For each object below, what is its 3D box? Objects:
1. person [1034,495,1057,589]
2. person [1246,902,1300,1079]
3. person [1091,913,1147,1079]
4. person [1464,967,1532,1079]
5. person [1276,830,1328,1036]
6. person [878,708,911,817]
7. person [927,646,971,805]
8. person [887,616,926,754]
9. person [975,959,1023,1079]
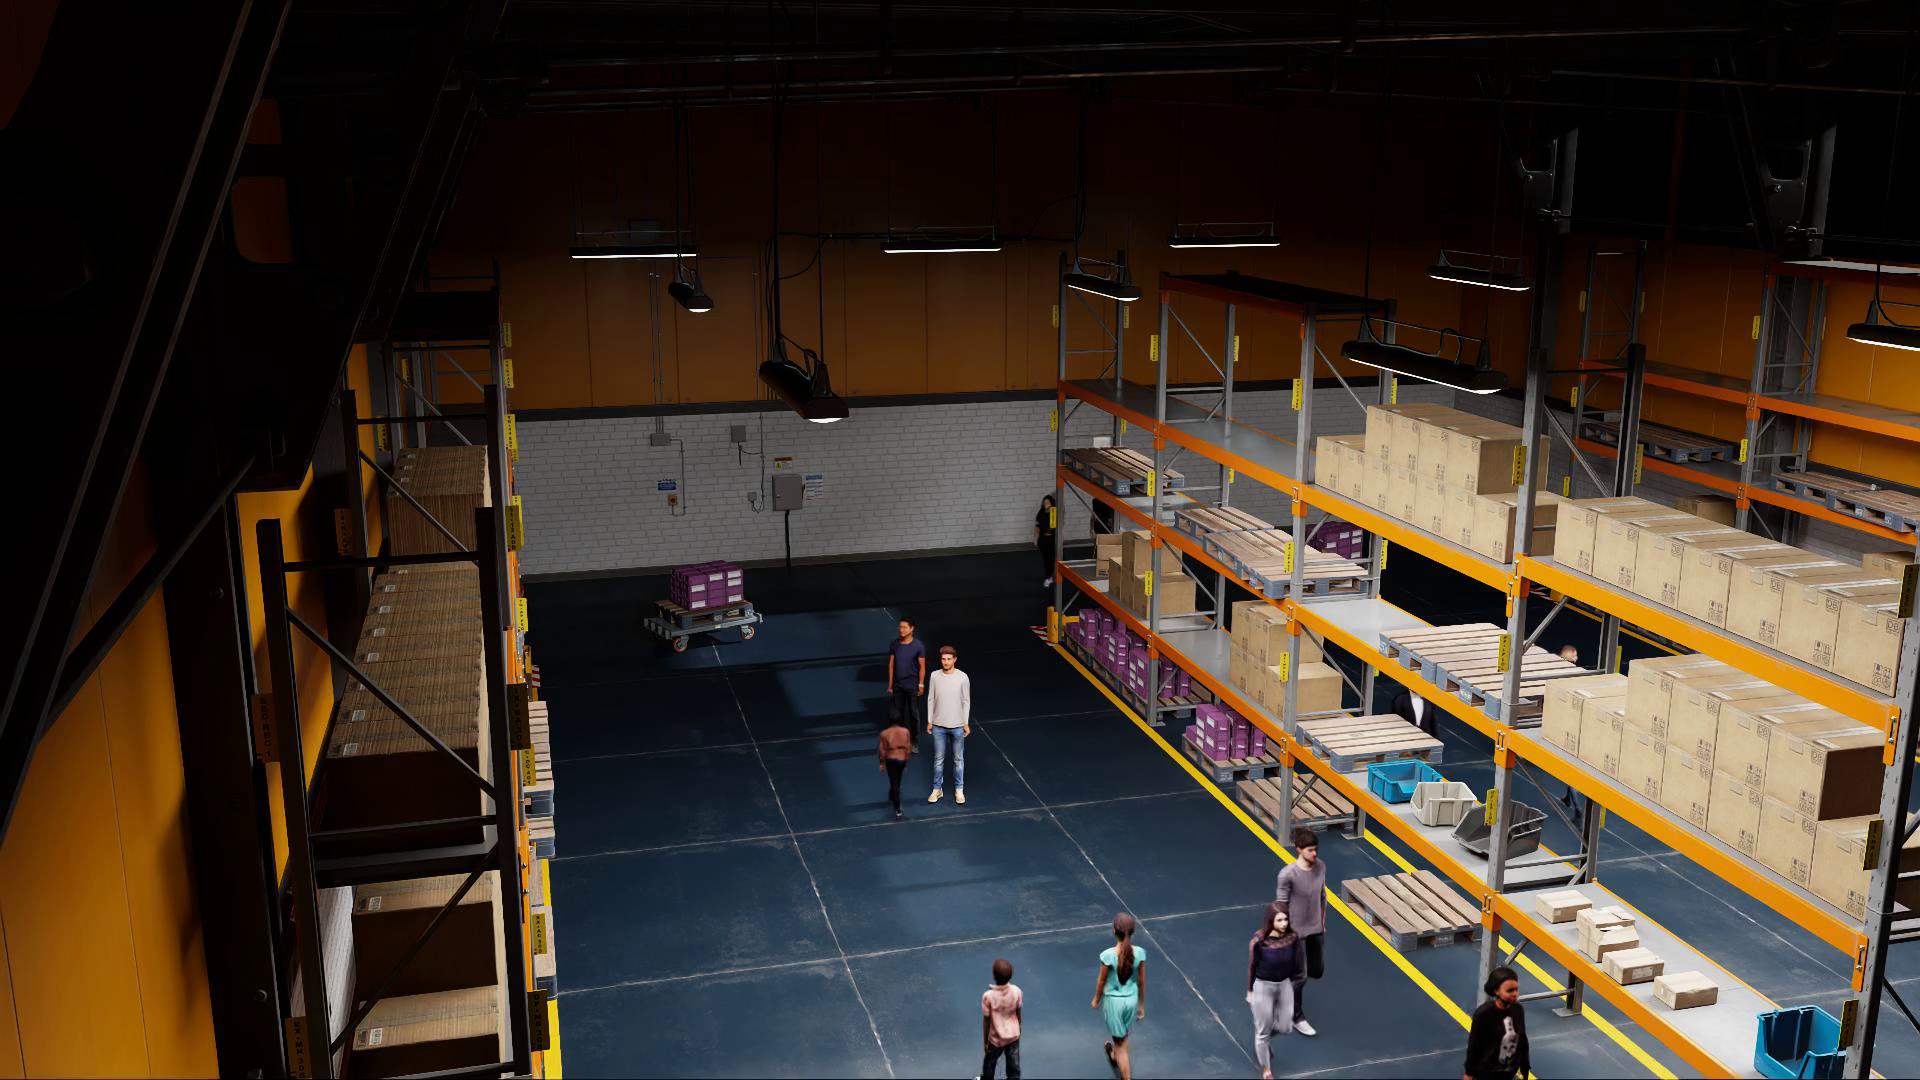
[{"bbox_3d":[1.559,0.004,28.977,0.897,1.612,1.047,4,14,16],"label":"person"},{"bbox_3d":[2.537,3.705,13.721,0.595,1.599,0.748,-4,14,-15],"label":"person"},{"bbox_3d":[1.331,3.804,13.471,0.566,1.524,0.962,-4,14,-17],"label":"person"},{"bbox_3d":[3.984,3.964,12.554,0.660,1.643,0.986,-4,14,-18],"label":"person"},{"bbox_3d":[2.943,3.378,14.574,0.828,1.833,0.973,-8,16,-30],"label":"person"},{"bbox_3d":[-0.737,2.580,19.173,0.531,1.219,0.877,-4,14,-16],"label":"person"},{"bbox_3d":[-0.134,2.147,19.506,0.746,1.904,0.707,1,14,6],"label":"person"},{"bbox_3d":[-0.674,1.816,21.107,0.723,1.793,0.730,5,14,18],"label":"person"},{"bbox_3d":[0.371,3.981,13.235,0.516,1.289,0.736,-3,14,-14],"label":"person"}]
